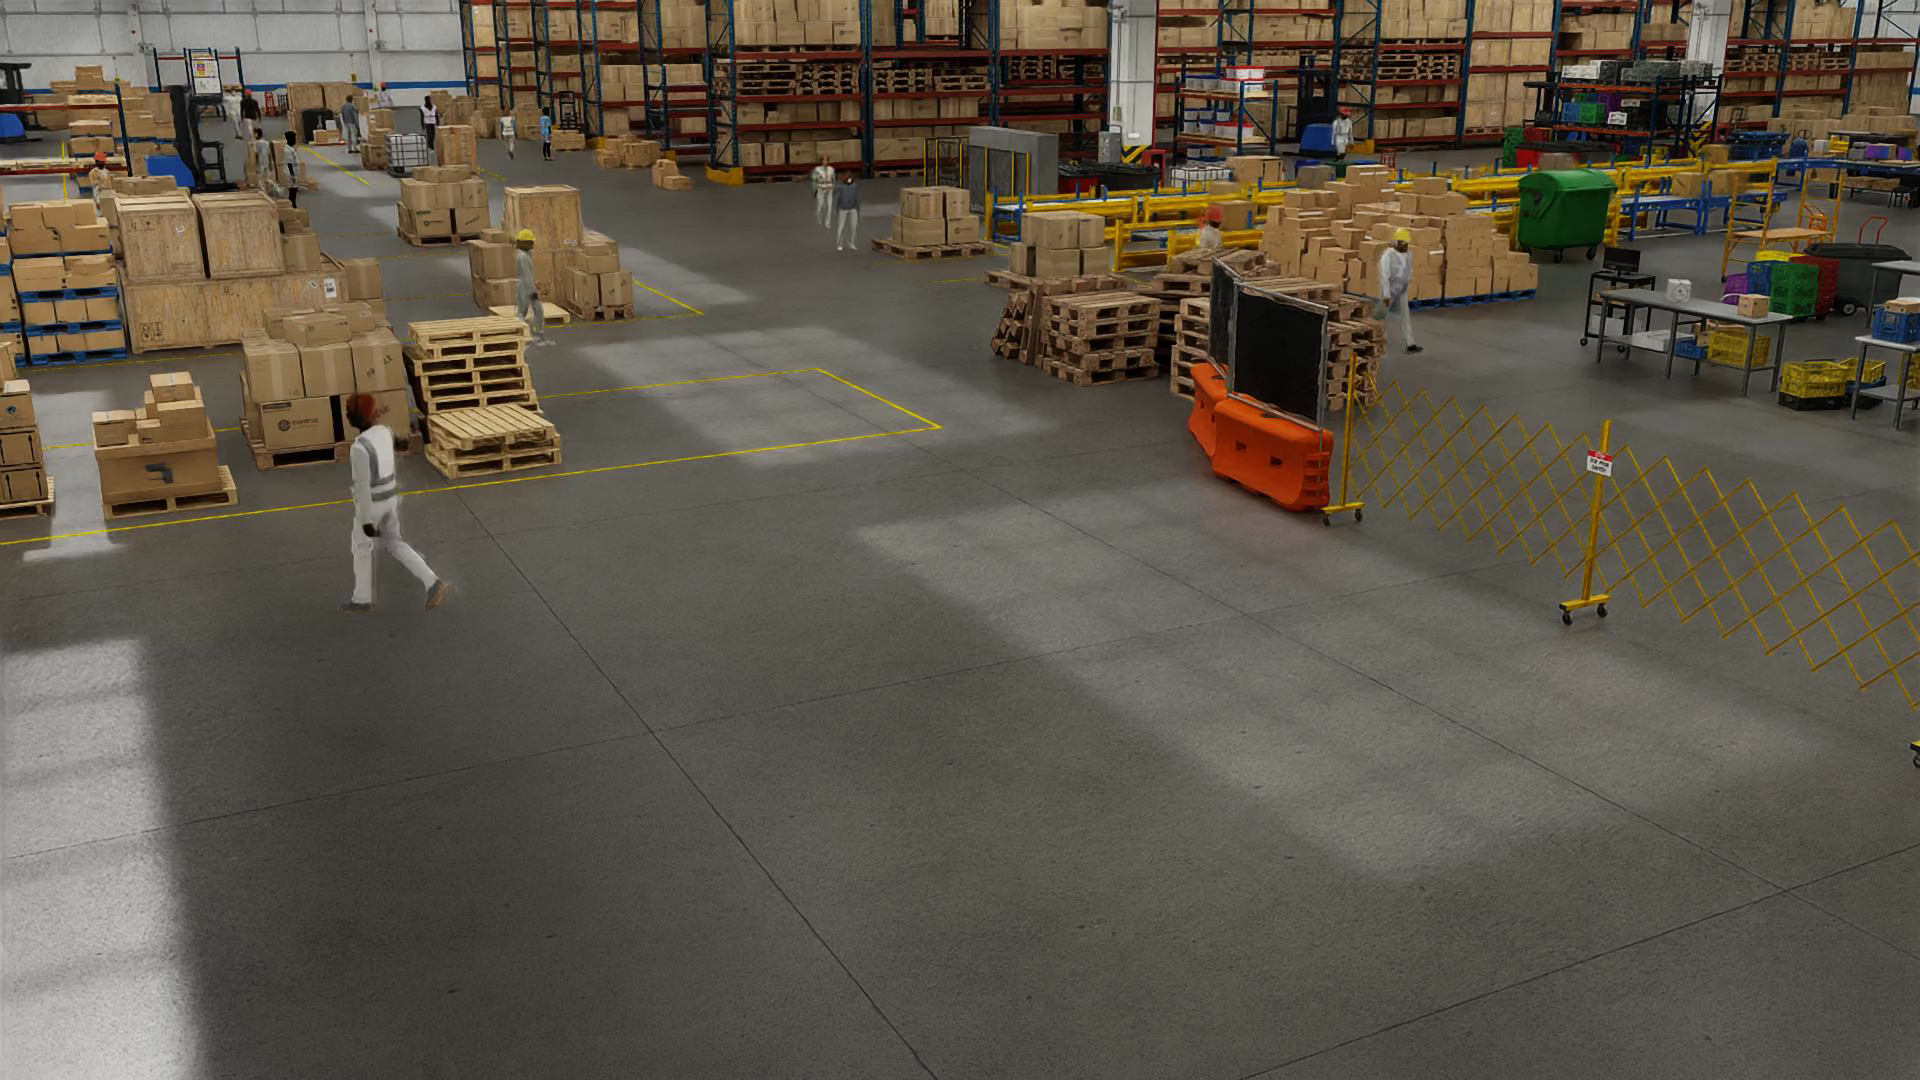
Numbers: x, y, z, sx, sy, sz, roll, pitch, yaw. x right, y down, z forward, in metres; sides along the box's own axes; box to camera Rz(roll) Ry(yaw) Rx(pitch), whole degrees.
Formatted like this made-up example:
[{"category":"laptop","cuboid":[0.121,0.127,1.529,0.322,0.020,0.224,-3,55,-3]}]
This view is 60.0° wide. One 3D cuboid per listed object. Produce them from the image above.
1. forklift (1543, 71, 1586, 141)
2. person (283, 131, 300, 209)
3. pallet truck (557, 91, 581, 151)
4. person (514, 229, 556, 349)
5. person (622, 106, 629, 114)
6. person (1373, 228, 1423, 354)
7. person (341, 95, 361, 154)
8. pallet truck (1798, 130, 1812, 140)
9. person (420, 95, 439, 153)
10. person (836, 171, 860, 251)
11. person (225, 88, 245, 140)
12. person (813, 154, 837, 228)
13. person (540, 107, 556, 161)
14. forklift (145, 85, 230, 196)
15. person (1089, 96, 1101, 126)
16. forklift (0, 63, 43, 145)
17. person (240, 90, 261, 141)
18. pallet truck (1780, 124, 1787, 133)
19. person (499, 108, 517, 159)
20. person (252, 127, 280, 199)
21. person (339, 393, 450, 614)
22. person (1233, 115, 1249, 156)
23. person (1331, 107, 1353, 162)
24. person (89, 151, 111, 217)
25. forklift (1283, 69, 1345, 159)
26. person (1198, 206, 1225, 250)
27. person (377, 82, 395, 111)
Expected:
[{"category":"forklift","cuboid":[18.685,-13.231,52.085,1.873,2.768,1.129,-9,20,-26]},{"category":"person","cuboid":[-15.844,-8.709,39.482,0.373,1.958,0.601,-5,19,-16]},{"category":"pallet truck","cuboid":[-13.495,-14.412,57.188,0.823,1.965,1.885,-3,18,-9]},{"category":"person","cuboid":[-6.156,-3.593,23.919,0.716,1.718,0.497,-3,18,-8]},{"category":"person","cuboid":[-12.443,-15.606,61.162,0.626,1.844,0.429,-13,22,-34]},{"category":"person","cuboid":[6.197,-3.543,23.659,0.614,1.778,0.947,-11,21,-31]},{"category":"person","cuboid":[-20.501,-13.986,55.968,0.629,1.931,0.374,10,20,28]},{"category":"pallet truck","cuboid":[25.526,-11.556,49.408,1.630,1.274,0.653,-9,20,-26]},{"category":"person","cuboid":[-17.980,-14.097,56.355,0.594,1.903,0.682,-15,23,-38]},{"category":"person","cuboid":[-2.247,-6.644,33.605,0.536,1.598,0.730,-8,19,-22]},{"category":"person","cuboid":[-26.985,-15.891,61.978,0.642,1.895,1.000,-15,23,-39]},{"category":"person","cuboid":[-2.999,-7.758,37.039,0.531,1.624,0.370,-8,19,-23]},{"category":"person","cuboid":[-13.251,-13.024,53.351,0.319,1.693,0.532,-15,23,-39]},{"category":"forklift","cuboid":[-20.060,-10.286,42.903,1.873,2.768,1.129,-9,20,-26]},{"category":"person","cuboid":[4.905,-15.257,60.374,0.545,1.642,0.884,-8,19,-23]},{"category":"forklift","cuboid":[-34.234,-15.639,59.592,1.129,2.768,1.873,3,18,9]},{"category":"person","cuboid":[-25.359,-15.109,59.457,0.640,1.948,1.032,-14,23,-37]},{"category":"pallet truck","cuboid":[25.206,-12.542,52.601,1.601,1.201,0.680,0,18,-2]},{"category":"person","cuboid":[-14.592,-13.115,53.736,0.530,1.623,0.499,-2,18,-7]},{"category":"person","cuboid":[-17.615,-9.492,42.086,0.487,1.855,0.521,7,19,20]},{"category":"person","cuboid":[-4.637,-0.278,13.349,0.864,1.861,0.574,4,18,12]},{"category":"person","cuboid":[7.803,-10.815,46.123,0.506,1.911,0.540,-7,19,-22]},{"category":"person","cuboid":[11.122,-11.595,48.425,0.626,1.995,1.038,-8,19,-24]},{"category":"person","cuboid":[-17.560,-6.994,34.165,0.375,1.934,0.547,3,18,8]},{"category":"forklift","cuboid":[11.615,-13.871,54.079,1.129,2.768,1.873,-9,20,-27]},{"category":"person","cuboid":[3.773,-4.001,24.783,0.610,1.958,0.651,6,19,18]},{"category":"person","cuboid":[-22.859,-17.286,66.308,0.806,1.888,0.575,16,24,40]}]
